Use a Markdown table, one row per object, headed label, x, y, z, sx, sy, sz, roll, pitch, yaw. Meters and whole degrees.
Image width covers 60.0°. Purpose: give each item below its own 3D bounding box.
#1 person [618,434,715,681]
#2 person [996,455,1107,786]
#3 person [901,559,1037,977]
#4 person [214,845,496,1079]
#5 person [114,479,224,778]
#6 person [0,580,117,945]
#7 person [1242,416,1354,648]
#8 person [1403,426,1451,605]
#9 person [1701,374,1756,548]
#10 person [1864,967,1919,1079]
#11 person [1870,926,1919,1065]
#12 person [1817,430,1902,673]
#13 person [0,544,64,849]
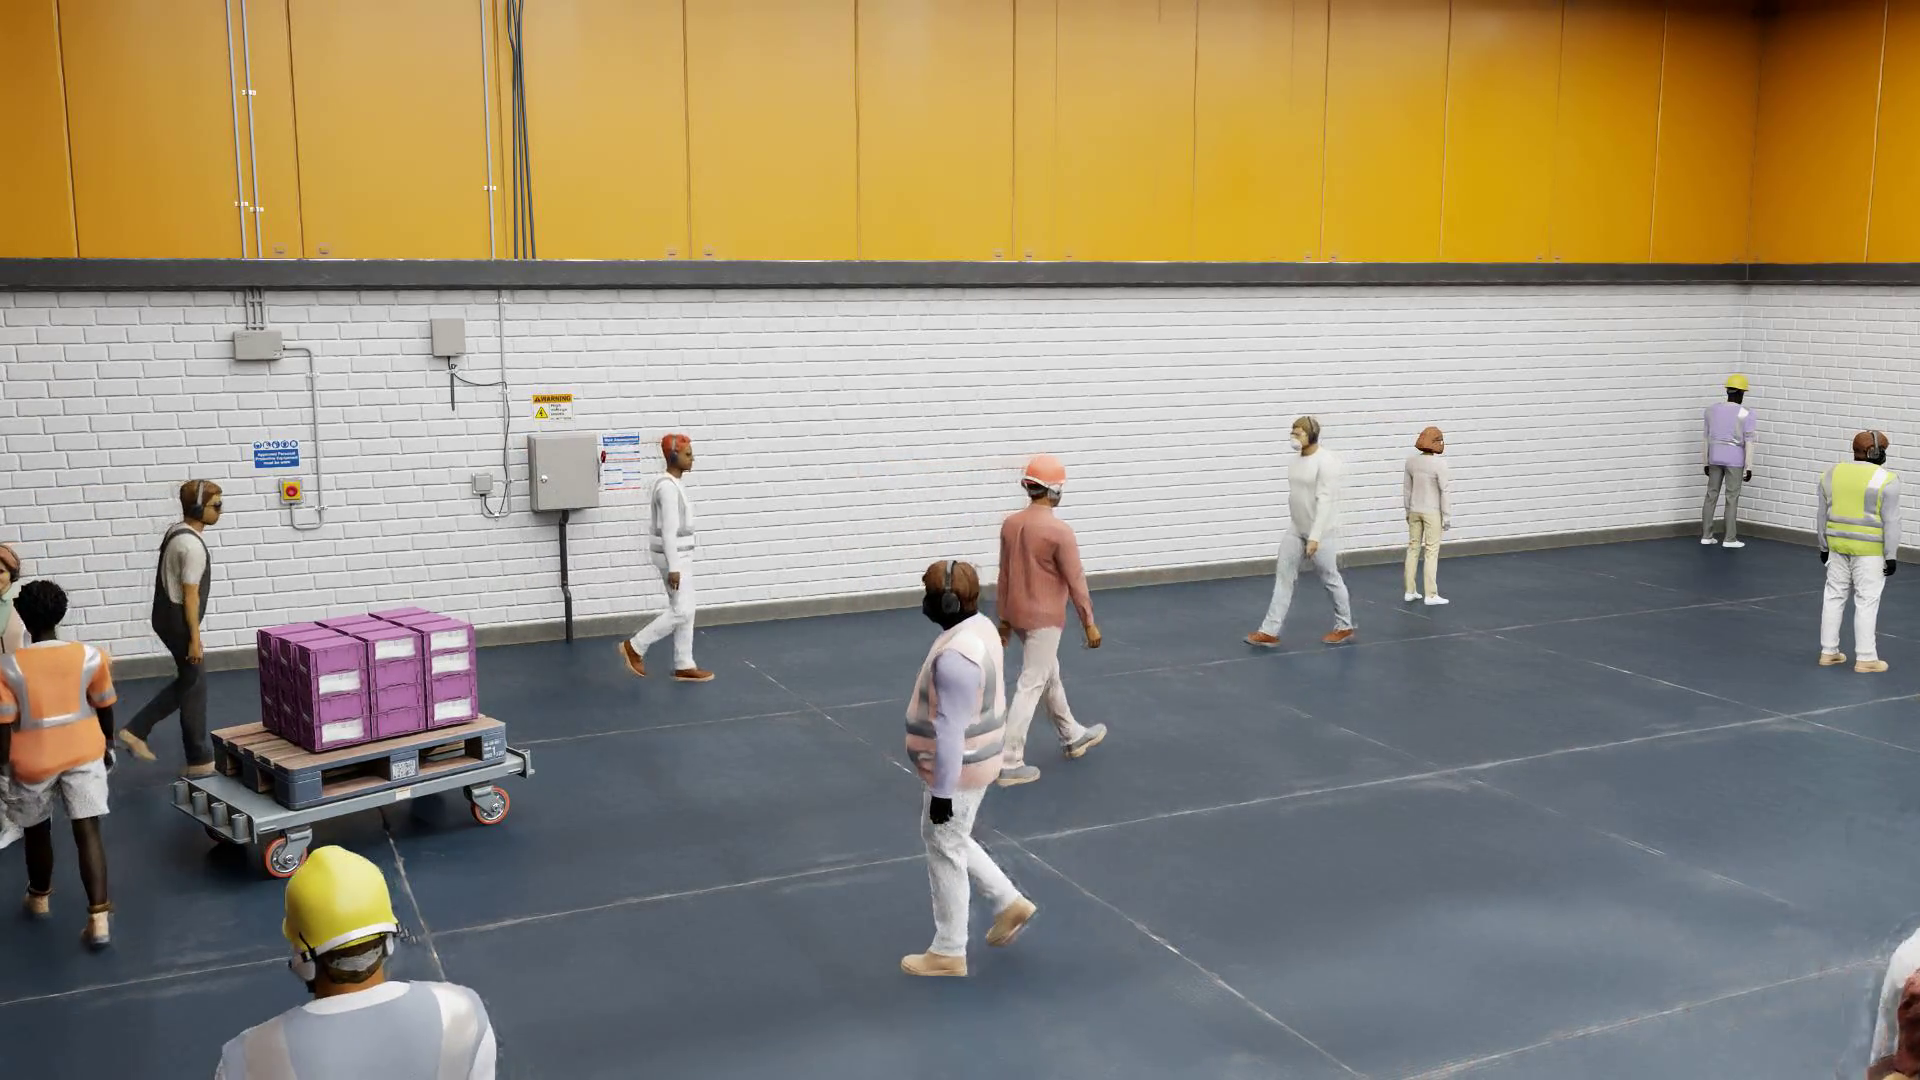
| label | x | y | z | sx | sy | sz | roll | pitch | yaw |
| --- | --- | --- | --- | --- | --- | --- | --- | --- | --- |
| person | -2.160 | 0.149 | 12.195 | 0.594 | 1.864 | 0.592 | 0 | 9 | 0 |
| person | 0.575 | 0.462 | 9.996 | 0.994 | 1.947 | 0.618 | -6 | 11 | -33 |
| person | 0.008 | 0.984 | 7.134 | 0.487 | 1.830 | 0.630 | 1 | 9 | 7 |
| person | -1.273 | 1.559 | 3.601 | 0.598 | 1.814 | 0.628 | -7 | 11 | -36 |
| person | -4.659 | 0.547 | 9.870 | 0.622 | 1.820 | 0.531 | -5 | 10 | -29 |
| person | -4.110 | 1.005 | 7.584 | 0.542 | 1.653 | 0.887 | -8 | 12 | -40 |
| person | 2.804 | -0.055 | 13.408 | 1.011 | 1.893 | 0.645 | -4 | 10 | -26 |
| person | 4.278 | -0.226 | 15.231 | 0.276 | 1.633 | 0.507 | -6 | 11 | -34 |
| person | 8.479 | -0.869 | 18.346 | 0.388 | 1.918 | 0.582 | -7 | 12 | -38 |
| person | 1.711 | 1.644 | 2.941 | 1.007 | 1.853 | 0.642 | 8 | 12 | 42 |
| person | 2.320 | 1.505 | 3.837 | 0.627 | 1.841 | 0.546 | 8 | 12 | 40 |
| person | 6.862 | 0.081 | 12.691 | 0.429 | 1.839 | 0.627 | -5 | 10 | -28 |
| person | -4.973 | 0.826 | 8.714 | 0.554 | 1.630 | 0.379 | -2 | 9 | -14 |
